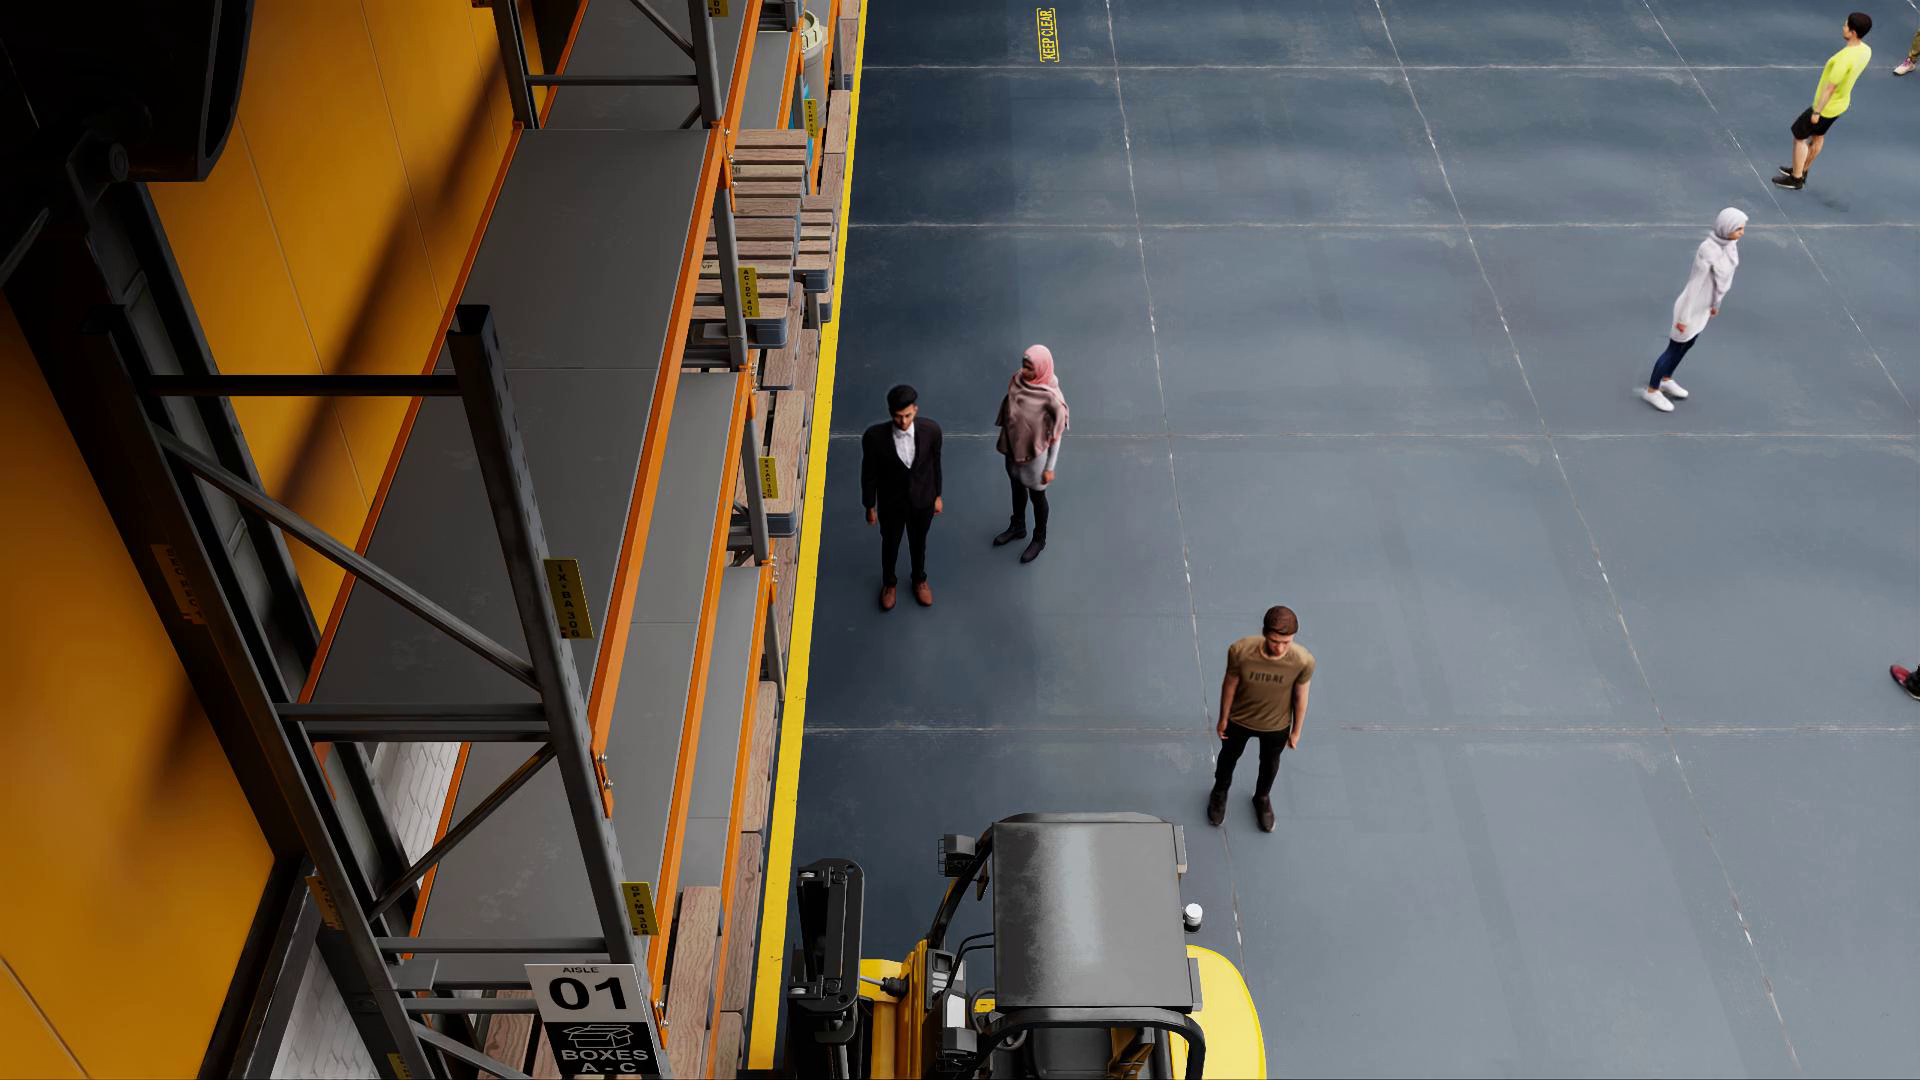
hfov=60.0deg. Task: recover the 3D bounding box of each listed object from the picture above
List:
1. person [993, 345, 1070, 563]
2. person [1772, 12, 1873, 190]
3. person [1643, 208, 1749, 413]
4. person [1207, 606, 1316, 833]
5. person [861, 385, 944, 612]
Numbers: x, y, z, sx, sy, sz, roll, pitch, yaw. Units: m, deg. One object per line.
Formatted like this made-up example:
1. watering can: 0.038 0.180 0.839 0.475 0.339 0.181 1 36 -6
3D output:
1. person: 0.486 -0.613 11.578 0.796 1.803 0.736 -34 53 -31
2. person: 7.996 -3.990 15.196 0.762 1.702 0.801 -28 50 -26
3. person: 5.669 -1.799 12.844 0.688 1.773 0.730 -30 51 -28
4. person: 1.767 1.033 9.819 0.689 1.846 0.613 7 44 8
5. person: -0.366 -0.301 11.194 0.745 1.881 0.626 -8 44 -9
